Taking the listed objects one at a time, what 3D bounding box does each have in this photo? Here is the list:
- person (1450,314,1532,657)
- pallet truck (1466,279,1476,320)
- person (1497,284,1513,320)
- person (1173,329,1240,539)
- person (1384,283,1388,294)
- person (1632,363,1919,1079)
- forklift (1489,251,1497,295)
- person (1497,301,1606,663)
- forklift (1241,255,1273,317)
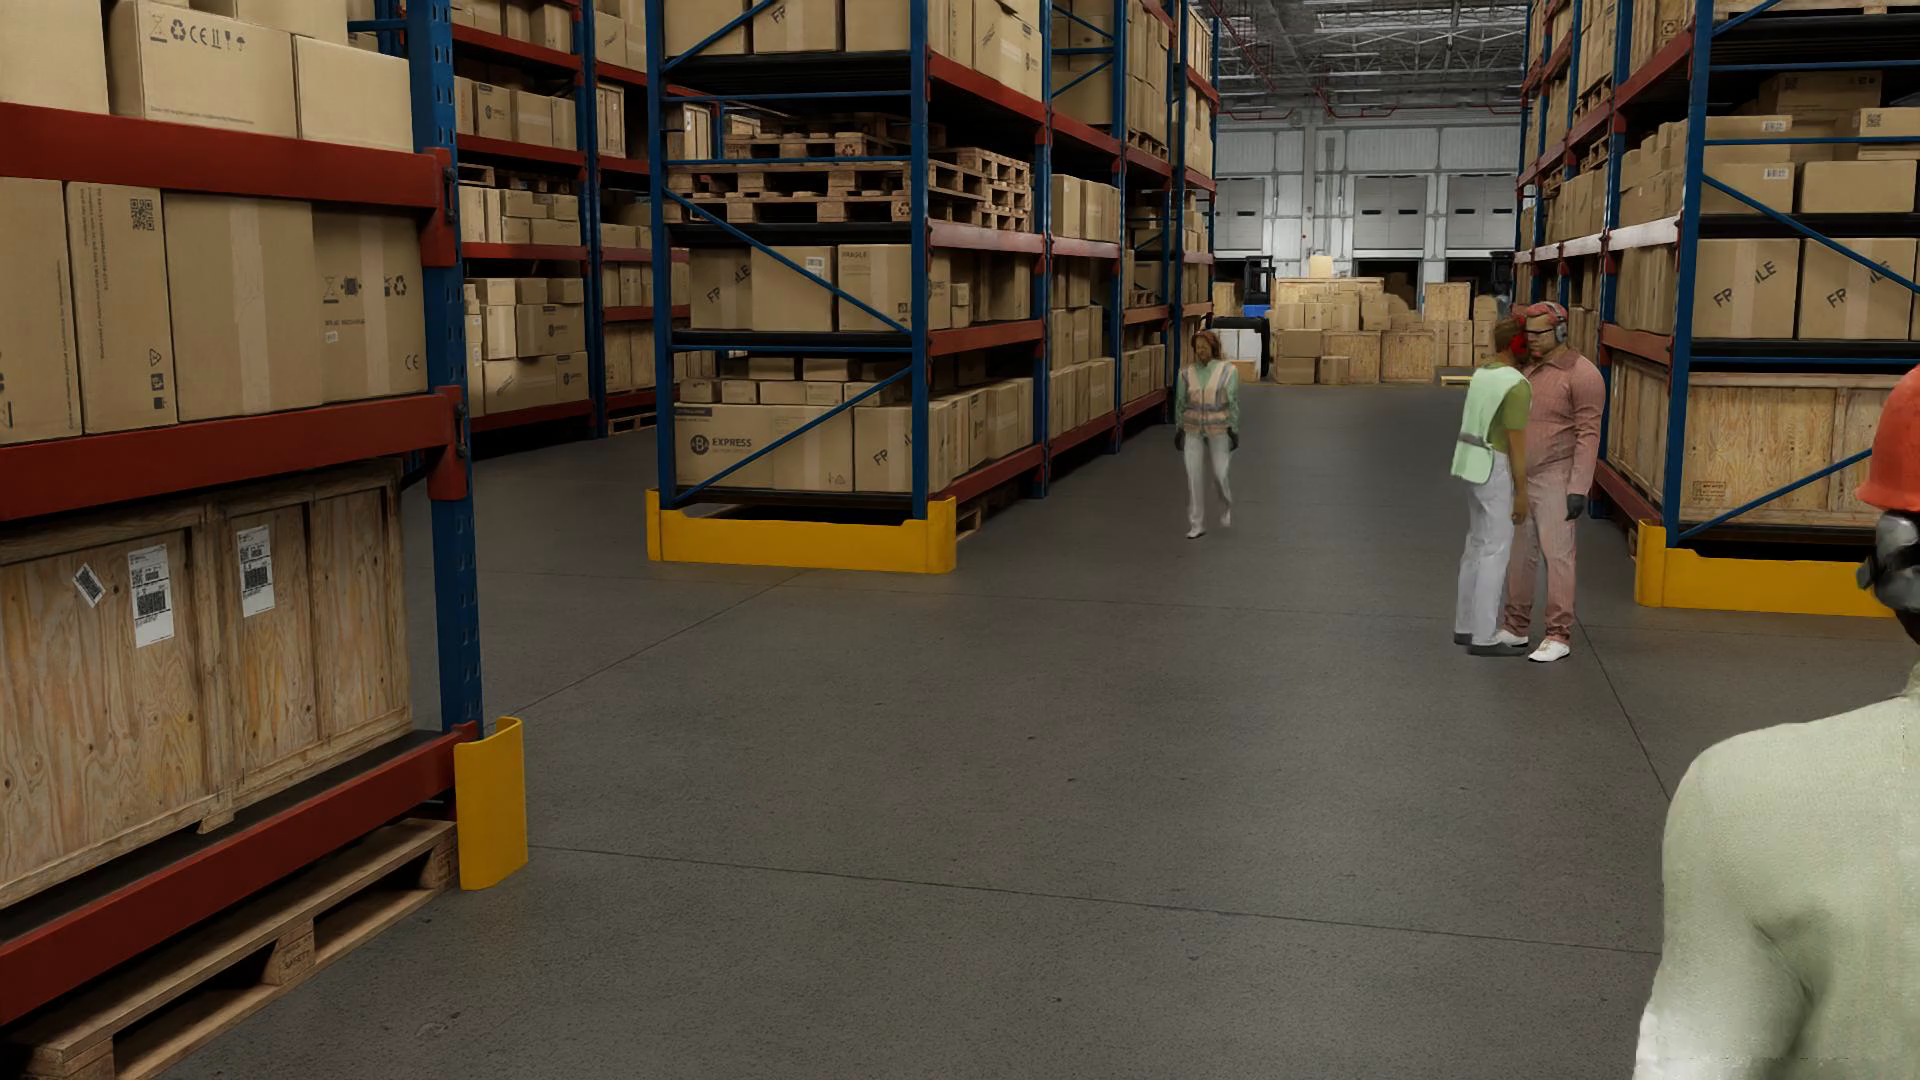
[{"bbox_3d":[2.869,-0.288,8.924,0.417,1.832,0.594,-1,9,-5],"label":"person"},{"bbox_3d":[18.896,-8.459,60.307,1.885,1.965,0.823,5,10,31],"label":"pallet truck"},{"bbox_3d":[14.870,-6.052,45.427,0.626,1.890,1.009,-4,10,-21],"label":"person"},{"bbox_3d":[1.931,-0.834,13.010,0.537,1.625,0.467,4,10,24],"label":"person"},{"bbox_3d":[14.216,-7.697,55.892,0.763,1.860,0.588,-2,9,-10],"label":"person"},{"bbox_3d":[0.952,0.792,1.587,0.625,1.976,0.508,1,9,9],"label":"person"},{"bbox_3d":[16.070,-7.134,49.097,1.129,2.768,1.873,-1,9,-4],"label":"forklift"},{"bbox_3d":[3.075,-0.310,8.847,0.408,1.903,0.638,-4,10,-26],"label":"person"},{"bbox_3d":[10.552,-8.662,58.803,1.129,2.768,1.873,2,9,15],"label":"forklift"}]
